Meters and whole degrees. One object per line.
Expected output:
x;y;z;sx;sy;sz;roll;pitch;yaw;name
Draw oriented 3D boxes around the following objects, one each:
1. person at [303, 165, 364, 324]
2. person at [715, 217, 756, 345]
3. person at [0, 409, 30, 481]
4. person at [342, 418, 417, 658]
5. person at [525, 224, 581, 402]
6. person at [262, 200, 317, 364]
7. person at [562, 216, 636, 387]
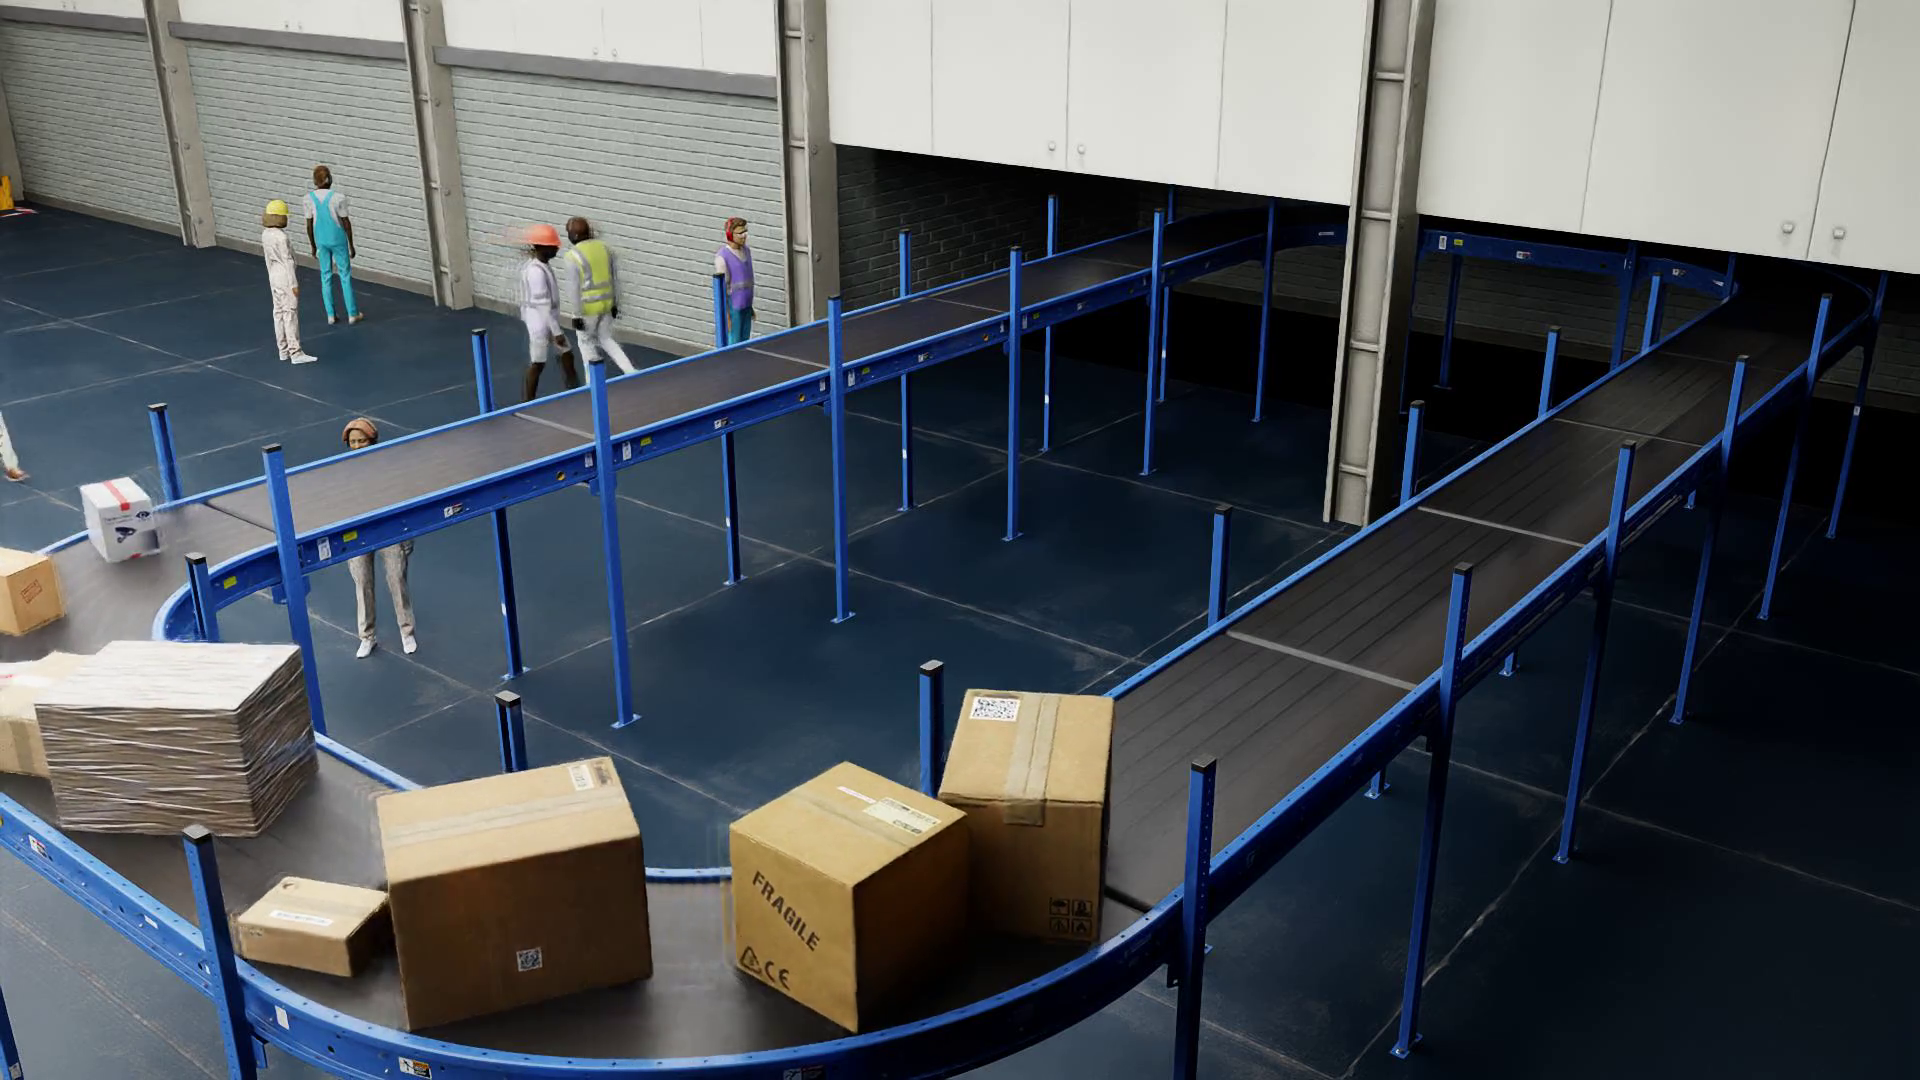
-7.329;-3.438;19.415;0.506;1.839;0.344;-1;22;-3;person
-2.213;-2.272;16.446;0.375;1.840;0.575;7;23;18;person
-8.424;-1.354;14.171;1.013;1.799;0.508;14;26;32;person
-3.868;-0.017;10.993;0.518;1.640;0.307;-4;22;-11;person
-3.806;-2.041;15.778;0.922;1.894;0.549;0;21;-1;person
-7.235;-2.770;17.859;0.484;1.735;0.309;19;28;39;person
-3.606;-2.310;16.592;0.622;1.818;0.640;12;24;27;person
